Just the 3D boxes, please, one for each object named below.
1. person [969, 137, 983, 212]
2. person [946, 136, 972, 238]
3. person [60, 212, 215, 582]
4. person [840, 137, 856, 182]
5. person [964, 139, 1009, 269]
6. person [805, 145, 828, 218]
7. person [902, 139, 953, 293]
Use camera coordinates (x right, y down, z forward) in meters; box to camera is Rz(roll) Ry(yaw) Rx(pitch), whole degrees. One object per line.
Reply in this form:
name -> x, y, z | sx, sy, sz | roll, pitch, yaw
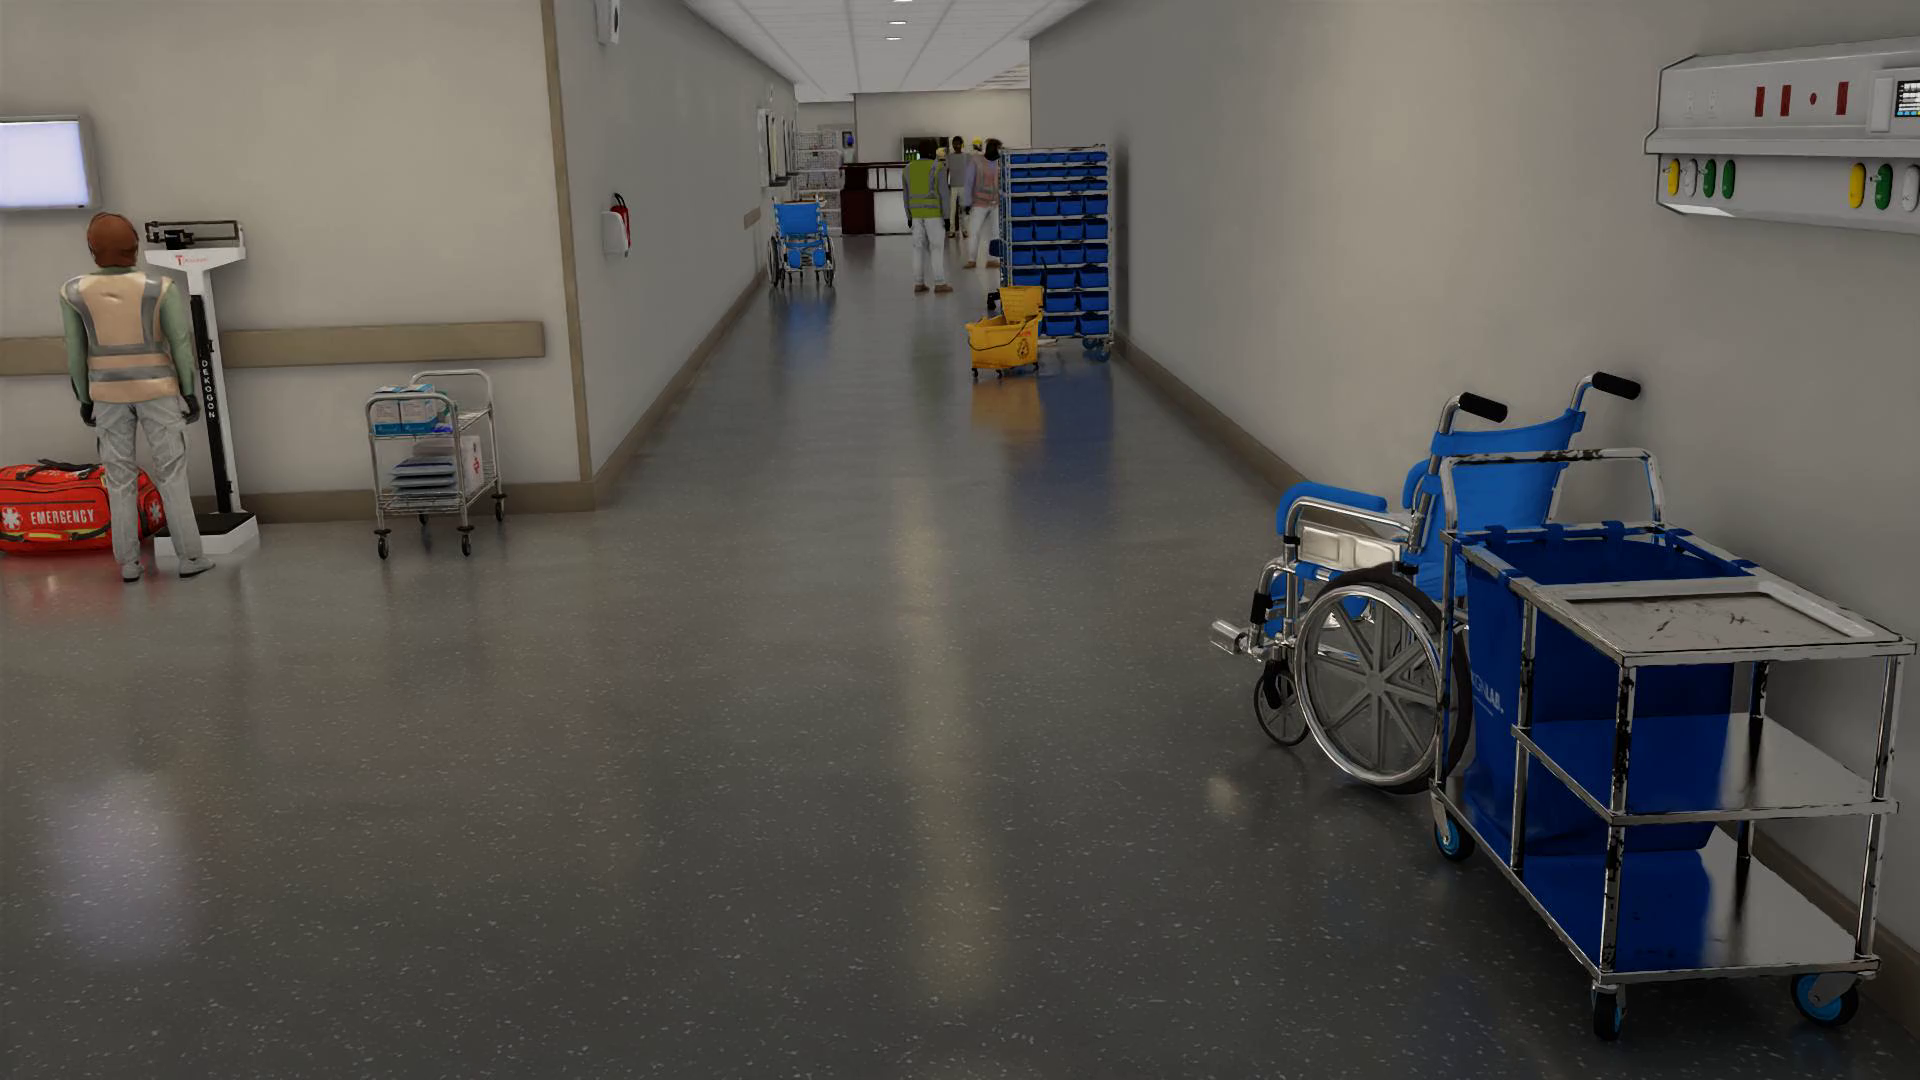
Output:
person -> 0.345, -8.679, 39.690 | 0.555, 1.819, 0.605 | -10, 16, -31
person -> -0.021, -6.509, 30.714 | 0.519, 1.865, 0.331 | -1, 14, 3
person -> -3.668, -0.626, 7.416 | 0.523, 1.645, 0.306 | -4, 14, -10
person -> -3.146, -10.597, 47.737 | 0.625, 1.928, 0.624 | 2, 14, 15
person -> 0.367, -4.754, 23.599 | 0.686, 1.807, 0.496 | -8, 15, -24
person -> -3.477, -8.696, 40.360 | 0.563, 1.742, 0.361 | -3, 14, -4
person -> -0.376, -3.926, 20.187 | 0.633, 1.839, 0.429 | 7, 16, 31
